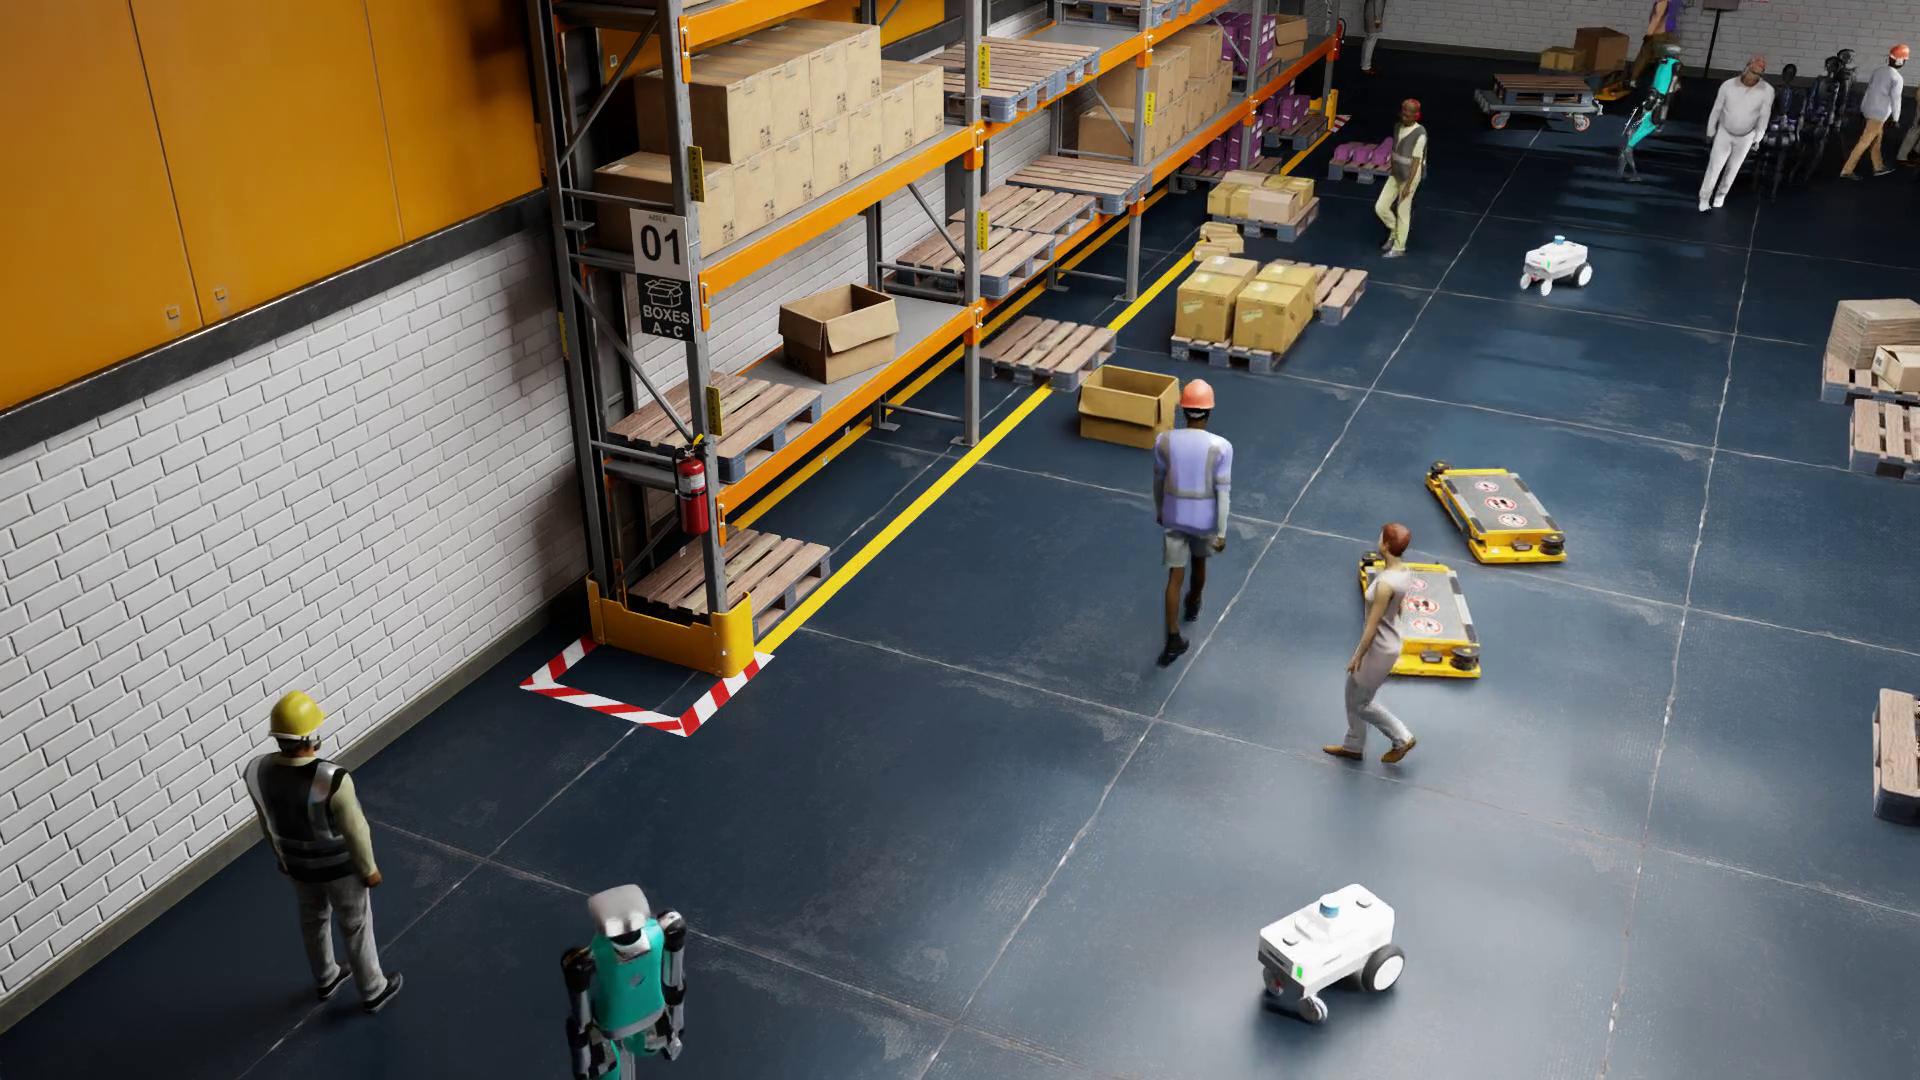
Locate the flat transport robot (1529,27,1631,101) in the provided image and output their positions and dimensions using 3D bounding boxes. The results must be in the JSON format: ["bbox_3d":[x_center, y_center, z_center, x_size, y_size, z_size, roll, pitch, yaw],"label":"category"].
[{"bbox_3d":[9.594,-7.063,25.824,1.431,0.231,0.659,22,35,35],"label":"flat transport robot"}]

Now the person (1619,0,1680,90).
[{"bbox_3d":[10.799,-7.886,25.652,0.980,1.884,0.550,15,32,26],"label":"person"}]

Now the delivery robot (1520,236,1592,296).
[{"bbox_3d":[6.434,-2.989,17.963,0.791,0.589,0.499,-19,34,-31],"label":"delivery robot"}]

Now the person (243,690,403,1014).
[{"bbox_3d":[-3.144,1.552,8.219,0.595,1.824,0.403,8,29,15],"label":"person"}]

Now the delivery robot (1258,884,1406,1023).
[{"bbox_3d":[1.899,2.077,8.571,0.762,0.591,0.499,-17,33,-29],"label":"delivery robot"}]

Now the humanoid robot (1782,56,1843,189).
[{"bbox_3d":[10.787,-5.265,21.014,0.392,1.647,0.584,-4,29,-7],"label":"humanoid robot"}]

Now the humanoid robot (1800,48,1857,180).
[{"bbox_3d":[11.363,-5.519,21.511,0.727,1.620,0.590,7,29,13],"label":"humanoid robot"}]

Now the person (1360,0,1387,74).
[{"bbox_3d":[6.672,-8.439,26.747,0.365,1.824,0.515,0,28,-1],"label":"person"}]

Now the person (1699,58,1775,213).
[{"bbox_3d":[9.354,-4.847,20.047,0.654,1.861,0.941,9,30,16],"label":"person"}]

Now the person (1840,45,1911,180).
[{"bbox_3d":[11.888,-5.484,21.375,0.853,1.708,0.578,0,28,0],"label":"person"}]

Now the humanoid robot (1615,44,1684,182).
[{"bbox_3d":[8.687,-5.351,21.230,0.739,1.885,0.563,-3,29,-6],"label":"humanoid robot"}]

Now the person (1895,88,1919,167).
[{"bbox_3d":[12.797,-5.817,21.866,0.501,1.847,0.566,24,36,37],"label":"person"}]

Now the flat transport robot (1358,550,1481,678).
[{"bbox_3d":[3.234,0.515,11.774,0.659,0.231,1.431,3,28,5],"label":"flat transport robot"}]

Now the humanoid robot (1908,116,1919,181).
[{"bbox_3d":[12.630,-5.464,21.401,0.619,1.641,0.597,-2,28,-3],"label":"humanoid robot"}]

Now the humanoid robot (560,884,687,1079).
[{"bbox_3d":[-1.544,2.098,7.300,0.531,1.778,0.841,-18,33,-30],"label":"humanoid robot"}]

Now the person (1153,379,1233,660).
[{"bbox_3d":[1.562,-0.153,11.334,0.544,1.875,0.904,7,29,12],"label":"person"}]

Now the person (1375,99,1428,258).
[{"bbox_3d":[4.933,-4.012,18.539,0.467,1.817,0.570,-11,30,-19],"label":"person"}]

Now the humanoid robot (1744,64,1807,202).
[{"bbox_3d":[10.133,-5.047,20.624,0.611,1.634,0.457,4,29,6],"label":"humanoid robot"}]

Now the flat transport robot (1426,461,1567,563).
[{"bbox_3d":[4.222,-0.230,13.155,0.659,0.231,1.431,-1,28,-3],"label":"flat transport robot"}]

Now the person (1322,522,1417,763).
[{"bbox_3d":[2.556,0.663,10.058,0.527,1.621,0.476,8,29,15],"label":"person"}]
